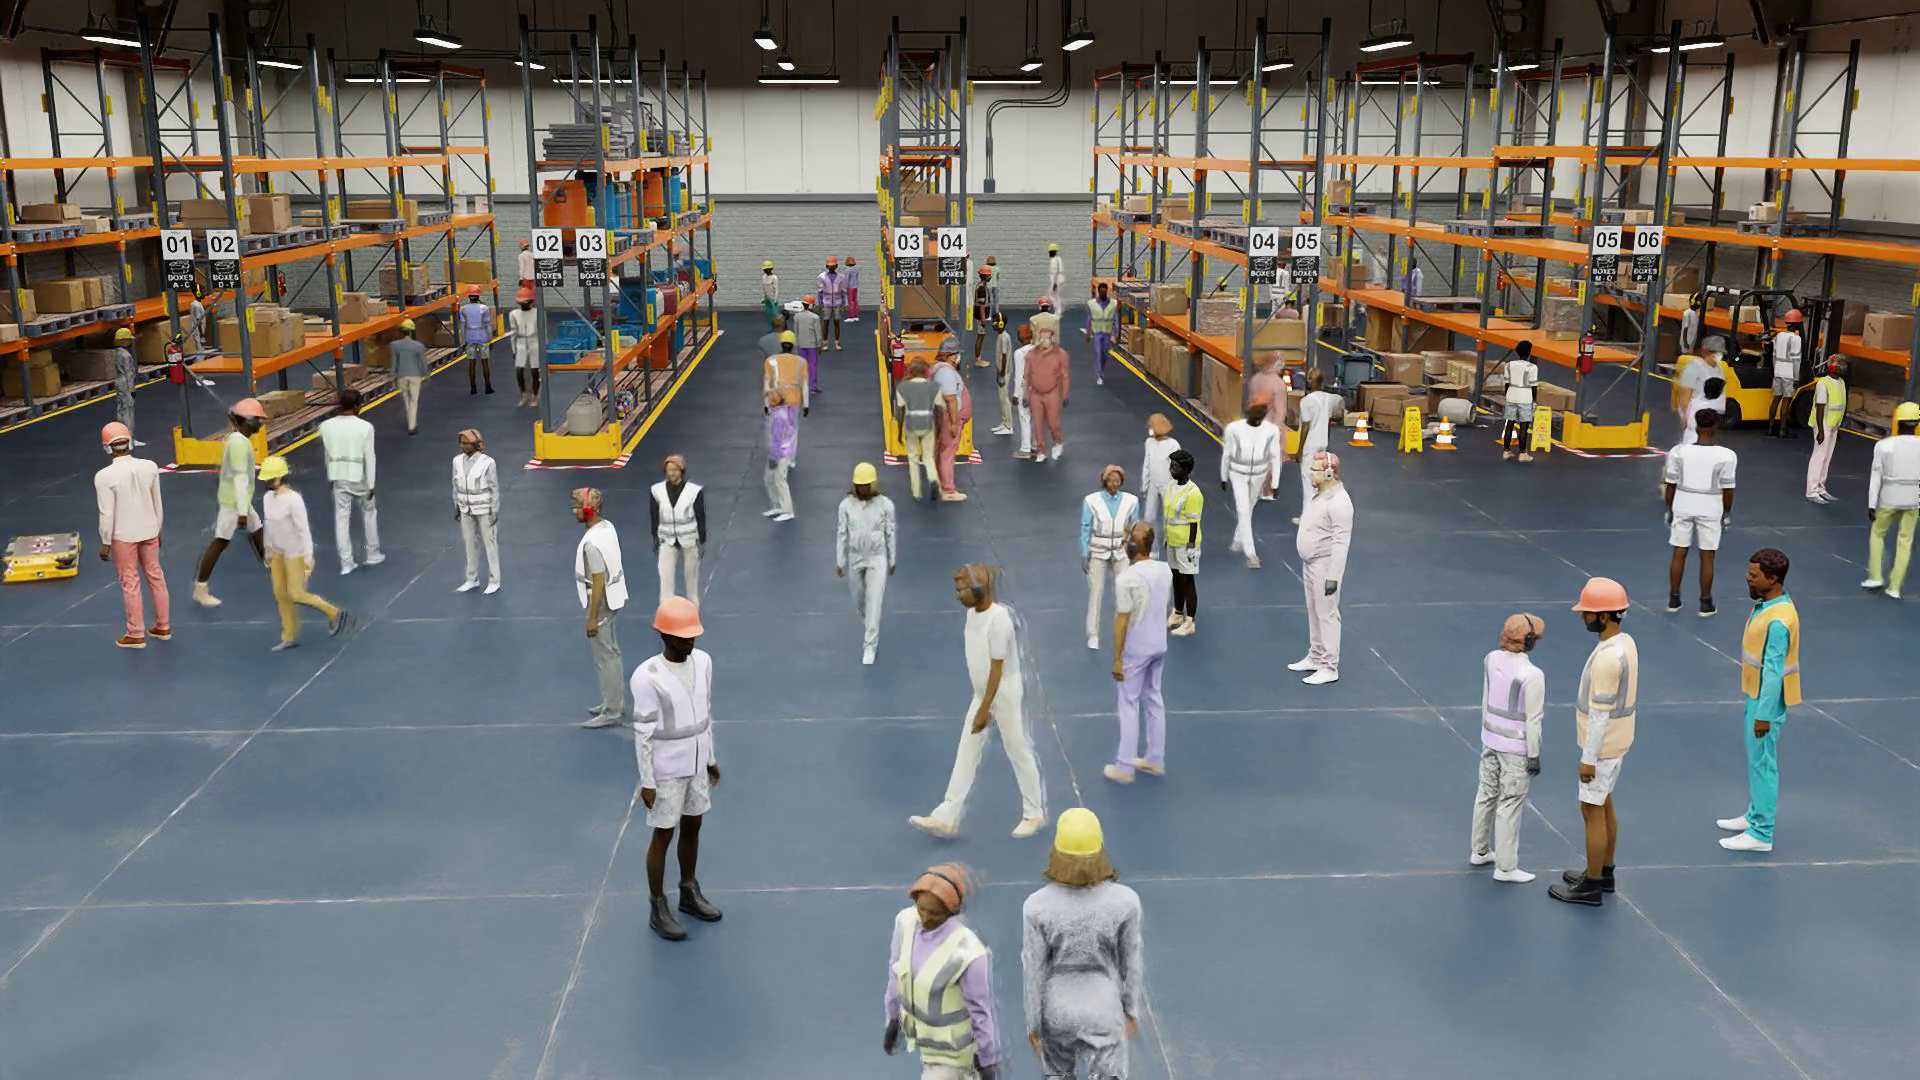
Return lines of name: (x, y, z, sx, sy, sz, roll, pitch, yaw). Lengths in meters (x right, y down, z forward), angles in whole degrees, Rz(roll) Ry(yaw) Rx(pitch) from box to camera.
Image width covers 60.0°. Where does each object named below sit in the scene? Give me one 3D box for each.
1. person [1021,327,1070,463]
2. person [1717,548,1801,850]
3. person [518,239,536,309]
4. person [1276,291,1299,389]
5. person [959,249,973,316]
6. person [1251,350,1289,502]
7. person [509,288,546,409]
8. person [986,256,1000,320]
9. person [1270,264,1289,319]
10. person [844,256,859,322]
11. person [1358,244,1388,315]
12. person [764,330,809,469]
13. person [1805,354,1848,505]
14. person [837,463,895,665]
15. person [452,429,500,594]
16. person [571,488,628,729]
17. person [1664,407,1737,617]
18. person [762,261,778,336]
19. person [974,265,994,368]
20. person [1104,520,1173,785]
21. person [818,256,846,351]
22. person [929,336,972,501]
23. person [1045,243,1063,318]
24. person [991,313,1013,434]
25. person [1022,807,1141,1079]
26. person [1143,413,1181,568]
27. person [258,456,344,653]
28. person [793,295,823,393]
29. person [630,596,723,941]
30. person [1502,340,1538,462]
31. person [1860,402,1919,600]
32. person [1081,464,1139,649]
person: (1.181, -2.019, 23.138, 0.671, 1.886, 0.427, 5, 14, 19)
person: (5.023, 0.988, 10.368, 0.380, 1.909, 0.592, 5, 14, 20)
person: (-11.256, -6.815, 43.242, 0.395, 1.990, 0.619, 7, 15, 26)
person: (5.967, -3.639, 30.273, 0.312, 1.769, 0.522, -12, 18, -41)
person: (0.150, -6.716, 43.360, 0.350, 1.743, 0.563, 6, 14, 22)
person: (3.788, -1.387, 20.473, 0.484, 1.892, 0.661, -6, 15, -25)
person: (-7.223, -3.191, 27.826, 0.624, 2.023, 0.664, -1, 13, -4)
person: (0.800, -6.399, 42.272, 0.506, 1.625, 0.301, -8, 15, -29)
person: (7.329, -5.558, 38.163, 0.358, 1.880, 0.575, -9, 16, -33)
person: (-2.742, -6.328, 41.949, 0.283, 1.633, 0.497, 9, 16, 32)
person: (10.921, -6.788, 43.403, 0.947, 1.872, 0.657, 8, 16, 31)
person: (-2.332, -1.875, 22.554, 0.610, 1.892, 0.717, -3, 14, -14)
person: (10.686, -1.377, 20.509, 0.565, 1.850, 0.390, -12, 18, -41)
person: (-0.795, 0.147, 14.354, 0.490, 1.714, 0.786, 2, 13, 8)
person: (-4.744, -0.281, 16.321, 0.523, 1.638, 0.310, 5, 14, 21)
person: (-2.700, 0.506, 12.548, 0.373, 1.840, 0.572, -1, 13, -2)
person: (6.901, -0.264, 15.561, 0.609, 1.963, 0.369, 10, 16, 35)
person: (-4.401, -5.573, 38.496, 0.363, 1.756, 0.524, -12, 18, -40)
person: (0.479, -4.464, 33.205, 0.408, 2.035, 0.606, 0, 13, 1)
person: (1.246, 0.770, 11.475, 0.510, 1.833, 0.371, -11, 17, -39)
person: (-2.751, -5.086, 35.808, 0.604, 2.044, 0.375, -3, 14, -11)
person: (-0.113, -1.522, 20.717, 0.535, 2.000, 0.687, -4, 14, -18)
person: (2.432, -6.643, 42.680, 0.448, 1.913, 0.591, 4, 14, 17)
person: (0.641, -2.545, 25.454, 0.327, 1.860, 0.500, -1, 13, -6)
person: (0.489, 1.931, 6.767, 0.487, 1.722, 0.713, 1, 13, 5)
person: (2.123, -0.518, 17.346, 0.315, 1.621, 0.598, -10, 17, -37)
person: (-5.778, 0.104, 14.460, 0.550, 1.746, 0.558, 10, 16, 35)
person: (-2.698, -3.499, 29.708, 0.569, 1.747, 0.340, 8, 15, 30)
person: (-1.539, 1.245, 9.217, 0.373, 1.934, 0.551, 10, 17, 36)
person: (7.829, -1.941, 23.218, 0.315, 1.700, 0.541, -9, 16, -35)
person: (9.159, -0.395, 16.218, 0.611, 1.902, 0.644, 4, 14, 16)
person: (1.309, 0.139, 14.537, 0.518, 1.641, 0.313, -1, 13, -6)
